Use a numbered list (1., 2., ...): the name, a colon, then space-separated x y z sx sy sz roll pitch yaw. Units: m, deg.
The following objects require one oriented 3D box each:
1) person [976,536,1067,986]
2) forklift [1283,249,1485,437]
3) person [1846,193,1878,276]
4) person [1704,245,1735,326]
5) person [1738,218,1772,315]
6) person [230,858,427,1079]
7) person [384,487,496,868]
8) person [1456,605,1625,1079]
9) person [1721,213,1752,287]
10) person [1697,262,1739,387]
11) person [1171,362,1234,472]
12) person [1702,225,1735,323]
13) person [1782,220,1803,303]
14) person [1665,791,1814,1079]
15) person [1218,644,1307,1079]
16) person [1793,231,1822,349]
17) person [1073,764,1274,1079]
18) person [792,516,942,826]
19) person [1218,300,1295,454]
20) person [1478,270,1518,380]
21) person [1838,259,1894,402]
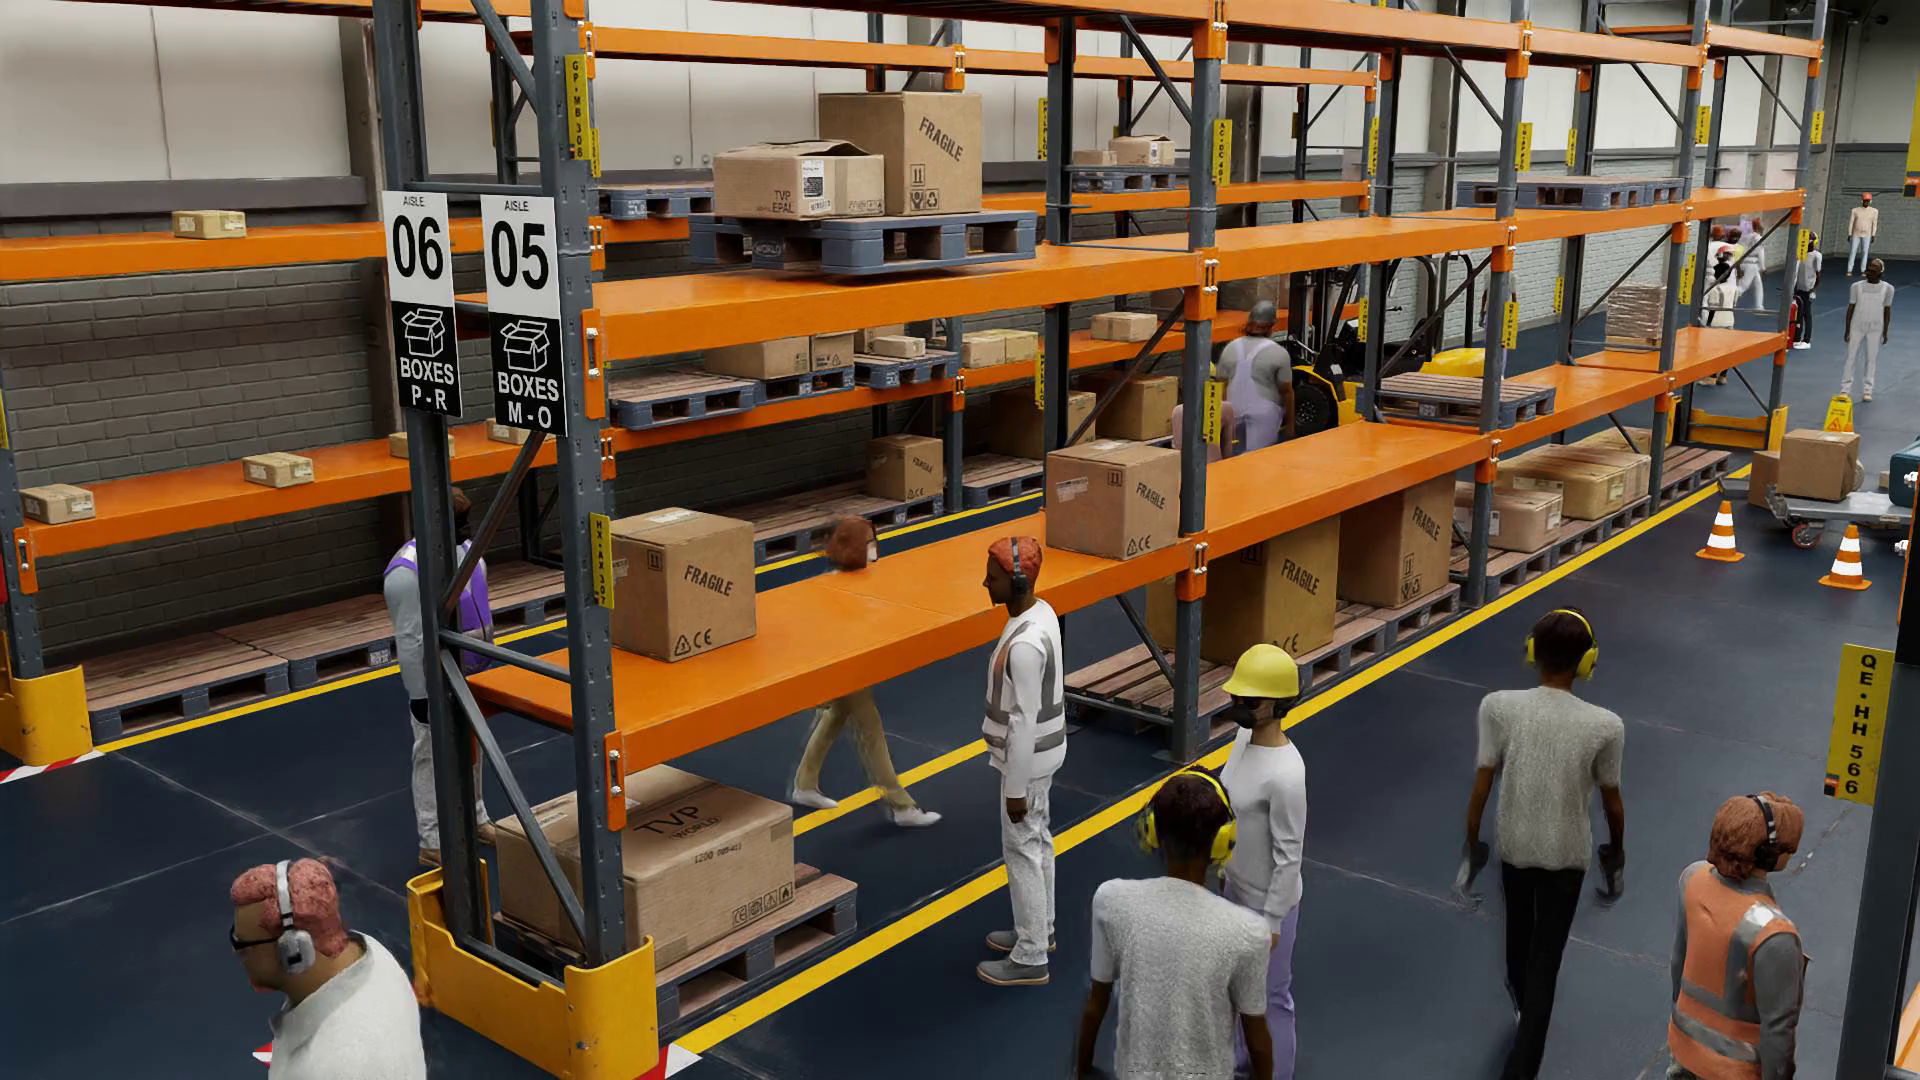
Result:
1. person: 0.255 0.895 6.771 0.350 1.879 0.579 2 14 8
2. forklift: 4.886 -2.214 18.767 2.313 2.155 1.214 11 18 38
3. person: 21.835 -7.397 40.275 0.612 1.997 0.375 6 15 23
4. person: 11.893 -3.757 26.087 0.633 1.694 0.679 -12 19 -41
5. person: 14.977 -5.183 31.593 0.948 1.846 0.584 2 14 10
6. person: -1.318 1.597 3.931 0.879 1.869 0.630 -3 14 -12
7. person: -2.416 0.642 7.891 0.429 1.837 0.625 5 15 19
8. person: 2.136 1.111 6.018 0.522 1.809 1.002 9 17 33
9. person: 16.359 -6.088 35.177 0.645 1.891 0.518 5 15 19
10. person: 10.395 -2.943 22.778 0.531 1.689 0.320 -8 16 -30
11. person: 1.833 -0.513 12.720 0.526 1.771 0.309 -5 15 -21
12. person: 12.936 -4.451 28.544 0.610 1.876 0.421 7 15 26
13. person: 15.453 -5.032 30.869 0.397 1.899 0.643 5 15 20
14. person: 2.201 1.502 4.777 0.310 1.642 0.514 -2 14 -7
15. person: 1.014 1.204 5.727 0.299 1.772 0.523 -3 14 -10
16. person: 13.593 -4.013 26.766 0.323 1.869 0.558 -2 14 -8
17. person: 0.542 1.504 4.401 0.568 1.831 0.896 9 16 32
18. person: -0.508 0.648 8.358 0.847 1.582 0.515 4 14 17
19. person: 2.617 -1.149 14.746 1.002 2.000 0.693 -13 19 -43
20. person: 7.461 -3.111 23.110 0.520 1.862 0.333 13 19 42
21. person: 11.717 -2.704 21.491 0.507 1.842 0.351 8 16 28
